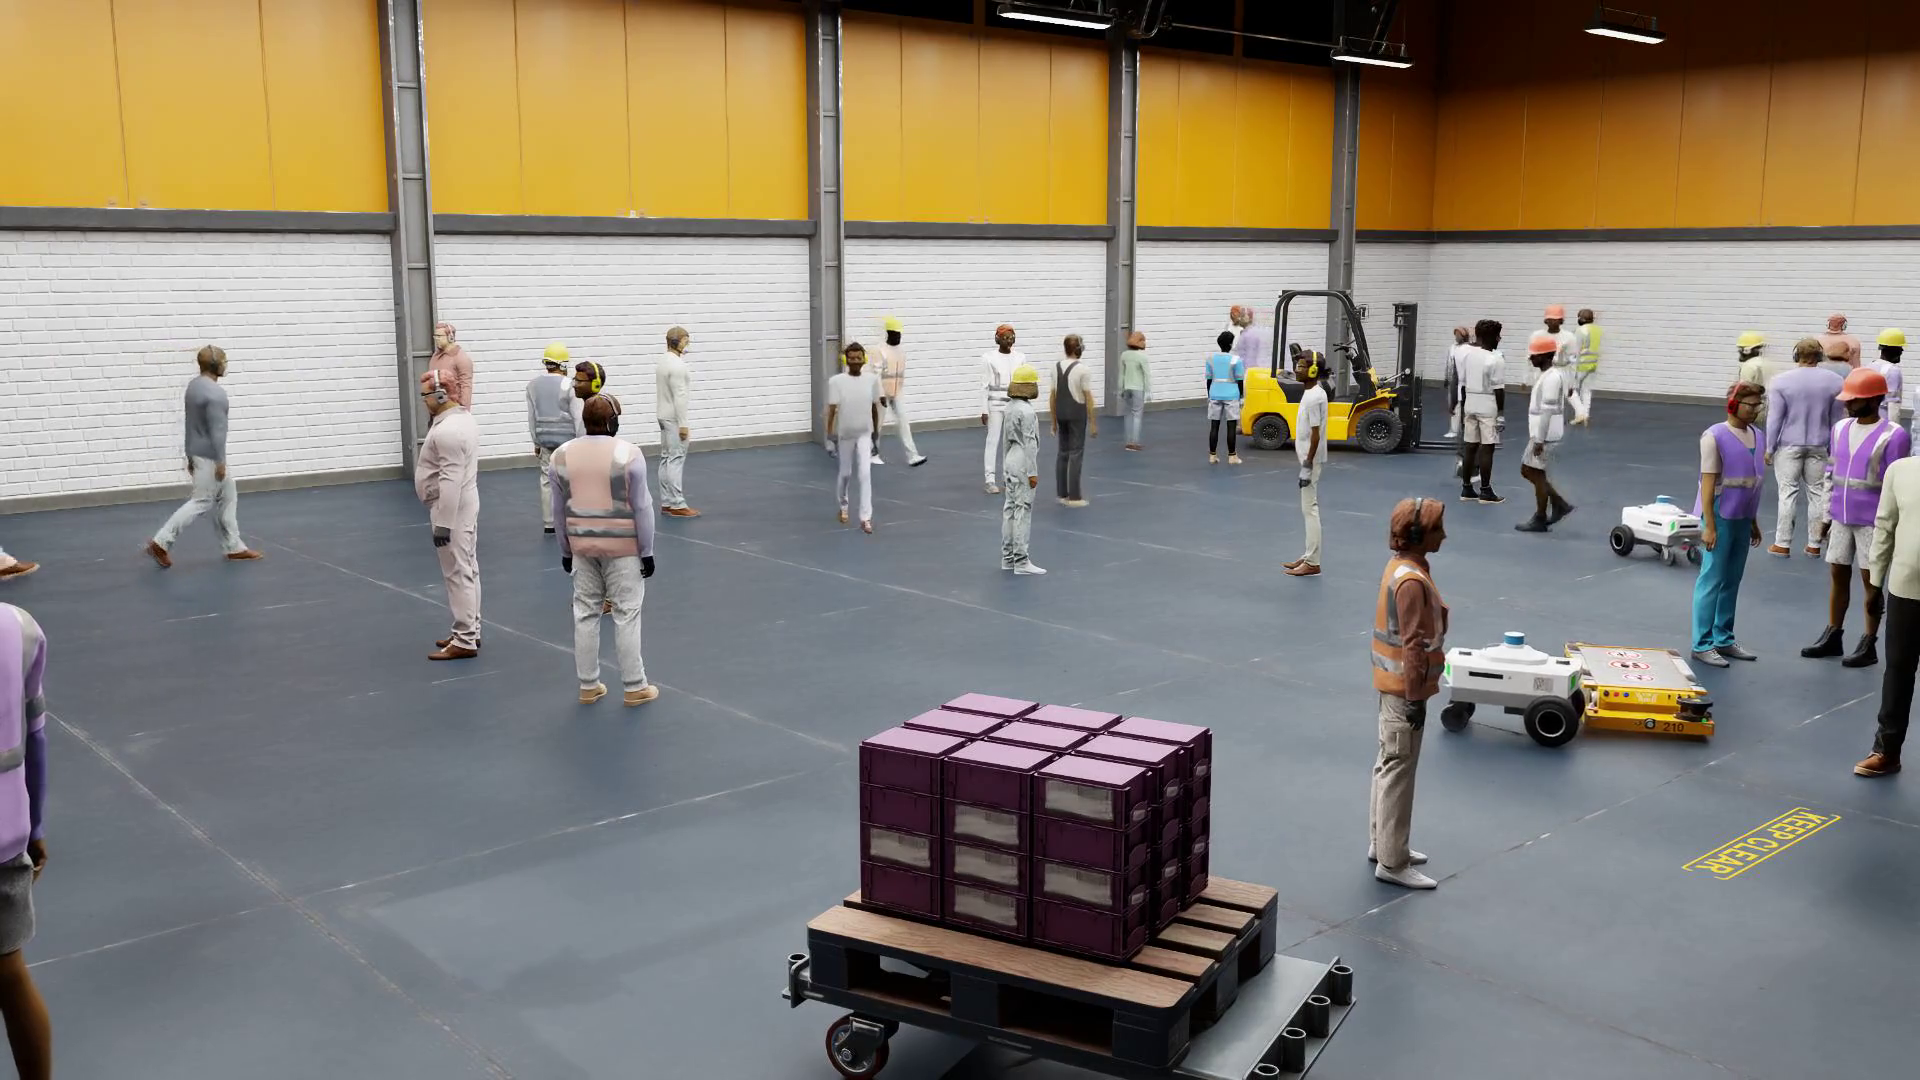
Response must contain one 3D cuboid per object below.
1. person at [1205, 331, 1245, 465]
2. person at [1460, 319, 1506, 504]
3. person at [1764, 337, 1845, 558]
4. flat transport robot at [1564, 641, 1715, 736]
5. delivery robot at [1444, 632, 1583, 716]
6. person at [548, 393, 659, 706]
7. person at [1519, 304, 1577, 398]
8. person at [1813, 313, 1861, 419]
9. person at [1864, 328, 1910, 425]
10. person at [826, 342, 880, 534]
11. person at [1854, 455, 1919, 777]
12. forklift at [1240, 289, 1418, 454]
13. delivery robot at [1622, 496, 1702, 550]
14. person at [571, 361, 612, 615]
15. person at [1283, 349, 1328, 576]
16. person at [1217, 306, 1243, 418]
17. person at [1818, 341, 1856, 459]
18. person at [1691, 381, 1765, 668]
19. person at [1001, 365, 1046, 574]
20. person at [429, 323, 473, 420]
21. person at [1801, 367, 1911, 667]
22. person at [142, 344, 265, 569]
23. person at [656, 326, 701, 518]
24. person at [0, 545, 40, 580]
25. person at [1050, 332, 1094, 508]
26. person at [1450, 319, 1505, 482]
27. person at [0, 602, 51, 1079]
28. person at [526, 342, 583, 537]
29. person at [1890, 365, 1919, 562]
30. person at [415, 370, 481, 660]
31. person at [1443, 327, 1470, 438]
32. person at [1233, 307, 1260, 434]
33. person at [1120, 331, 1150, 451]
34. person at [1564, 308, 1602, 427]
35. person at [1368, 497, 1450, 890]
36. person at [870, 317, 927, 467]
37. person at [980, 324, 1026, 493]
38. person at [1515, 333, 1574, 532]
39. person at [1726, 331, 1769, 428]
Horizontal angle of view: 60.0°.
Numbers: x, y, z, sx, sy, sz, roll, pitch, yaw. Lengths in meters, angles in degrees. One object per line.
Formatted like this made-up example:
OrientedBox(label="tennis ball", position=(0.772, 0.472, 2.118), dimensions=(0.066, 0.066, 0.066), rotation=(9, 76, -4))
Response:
OrientedBox(label="person", position=(3.351, -1.791, 21.026), dimensions=(0.534, 1.698, 0.318), rotation=(6, 11, 32))
OrientedBox(label="person", position=(5.608, -1.372, 17.792), dimensions=(0.362, 1.965, 0.612), rotation=(-5, 11, -25))
OrientedBox(label="person", position=(7.359, -0.802, 14.543), dimensions=(0.629, 1.937, 0.376), rotation=(1, 10, 8))
OrientedBox(label="flat transport robot", position=(3.946, 0.847, 9.754), dimensions=(0.652, 0.197, 1.431), rotation=(2, 10, 14))
OrientedBox(label="delivery robot", position=(3.056, 0.753, 9.202), dimensions=(0.707, 0.478, 0.477), rotation=(4, 11, 24))
OrientedBox(label="person", position=(-2.070, 0.061, 9.767), dimensions=(0.621, 1.845, 0.429), rotation=(2, 10, 14))
OrientedBox(label="person", position=(7.687, -2.072, 21.791), dimensions=(0.636, 2.005, 0.938), rotation=(8, 12, 38))
OrientedBox(label="person", position=(11.279, -1.978, 21.512), dimensions=(0.646, 1.908, 0.408), rotation=(6, 12, 33))
OrientedBox(label="person", position=(9.168, -1.139, 16.541), dimensions=(0.366, 1.926, 0.594), rotation=(0, 10, -1))
OrientedBox(label="person", position=(-1.041, -1.019, 16.151), dimensions=(0.546, 1.829, 0.973), rotation=(-2, 10, -14))
OrientedBox(label="person", position=(4.829, 0.241, 8.254), dimensions=(0.368, 1.996, 0.622), rotation=(-8, 12, -39))
OrientedBox(label="forklift", position=(5.034, -2.339, 22.783), dimensions=(2.313, 2.155, 1.214), rotation=(3, 10, 16))
OrientedBox(label="delivery robot", position=(6.093, -0.142, 14.443), dimensions=(0.477, 0.478, 0.707), rotation=(-3, 10, -16))
OrientedBox(label="person", position=(-2.707, -0.380, 12.250), dimensions=(0.323, 1.876, 0.530), rotation=(-4, 11, -24))
OrientedBox(label="person", position=(2.868, -0.637, 13.754), dimensions=(0.325, 1.876, 0.521), rotation=(2, 10, 11))
OrientedBox(label="person", position=(4.424, -2.832, 26.758), dimensions=(0.598, 1.823, 0.988), rotation=(5, 11, 29))
OrientedBox(label="person", position=(10.568, -1.586, 20.049), dimensions=(0.484, 1.616, 0.517), rotation=(-4, 11, -23))
OrientedBox(label="person", position=(4.981, -0.115, 10.787), dimensions=(0.566, 1.843, 0.389), rotation=(-7, 12, -34))
OrientedBox(label="person", position=(0.535, -0.589, 13.860), dimensions=(0.310, 1.741, 0.494), rotation=(-4, 10, -21))
OrientedBox(label="person", position=(-5.635, -1.430, 18.306), dimensions=(0.642, 1.908, 0.409), rotation=(7, 12, 36))
OrientedBox(label="person", position=(5.780, -0.144, 10.711), dimensions=(0.385, 1.929, 0.547), rotation=(-4, 11, -23))
OrientedBox(label="person", position=(-6.458, -0.696, 14.060), dimensions=(0.945, 1.906, 0.638), rotation=(-8, 13, -40))
OrientedBox(label="person", position=(-2.882, -1.191, 16.829), dimensions=(0.379, 1.933, 0.629), rotation=(-4, 11, -24))
OrientedBox(label="person", position=(-8.010, -0.578, 13.225), dimensions=(1.013, 1.939, 0.642), rotation=(-6, 12, -33))
OrientedBox(label="person", position=(1.182, -1.262, 17.510), dimensions=(0.514, 1.844, 0.326), rotation=(9, 13, 42))
OrientedBox(label="person", position=(6.055, -1.626, 19.471), dimensions=(0.620, 1.899, 0.447), rotation=(7, 12, 34))
OrientedBox(label="person", position=(-2.807, 0.846, 4.631), dimensions=(0.405, 2.030, 0.612), rotation=(2, 10, 10))
OrientedBox(label="person", position=(-3.748, -0.930, 15.593), dimensions=(0.586, 1.833, 0.403), rotation=(3, 10, 19))
OrientedBox(label="person", position=(8.503, -0.741, 14.358), dimensions=(0.915, 1.894, 0.579), rotation=(-3, 10, -18))
OrientedBox(label="person", position=(-3.359, -0.167, 10.929), dimensions=(0.407, 1.904, 0.639), rotation=(-1, 10, -7))
OrientedBox(label="person", position=(7.339, -2.311, 24.294), dimensions=(0.646, 1.617, 0.521), rotation=(-4, 10, -21))
OrientedBox(label="person", position=(4.264, -2.490, 24.572), dimensions=(0.518, 1.891, 0.645), rotation=(1, 10, 7))
OrientedBox(label="person", position=(2.379, -2.025, 22.596), dimensions=(0.268, 1.634, 0.504), rotation=(-8, 12, -39))
OrientedBox(label="person", position=(9.619, -2.653, 25.693), dimensions=(0.659, 1.831, 0.446), rotation=(-7, 12, -36))
OrientedBox(label="person", position=(1.888, 0.631, 7.018), dimensions=(0.307, 1.639, 0.525), rotation=(2, 10, 9))
OrientedBox(label="person", position=(-0.839, -1.851, 20.858), dimensions=(0.599, 1.876, 0.953), rotation=(-8, 13, -40))
OrientedBox(label="person", position=(0.489, -1.463, 18.570), dimensions=(0.584, 1.879, 0.337), rotation=(-5, 11, -29))
OrientedBox(label="person", position=(5.572, -1.012, 15.858), dimensions=(0.473, 1.911, 0.541), rotation=(2, 10, 10))
OrientedBox(label="person", position=(8.625, -1.379, 18.247), dimensions=(0.409, 1.820, 0.622), rotation=(8, 13, 40))
